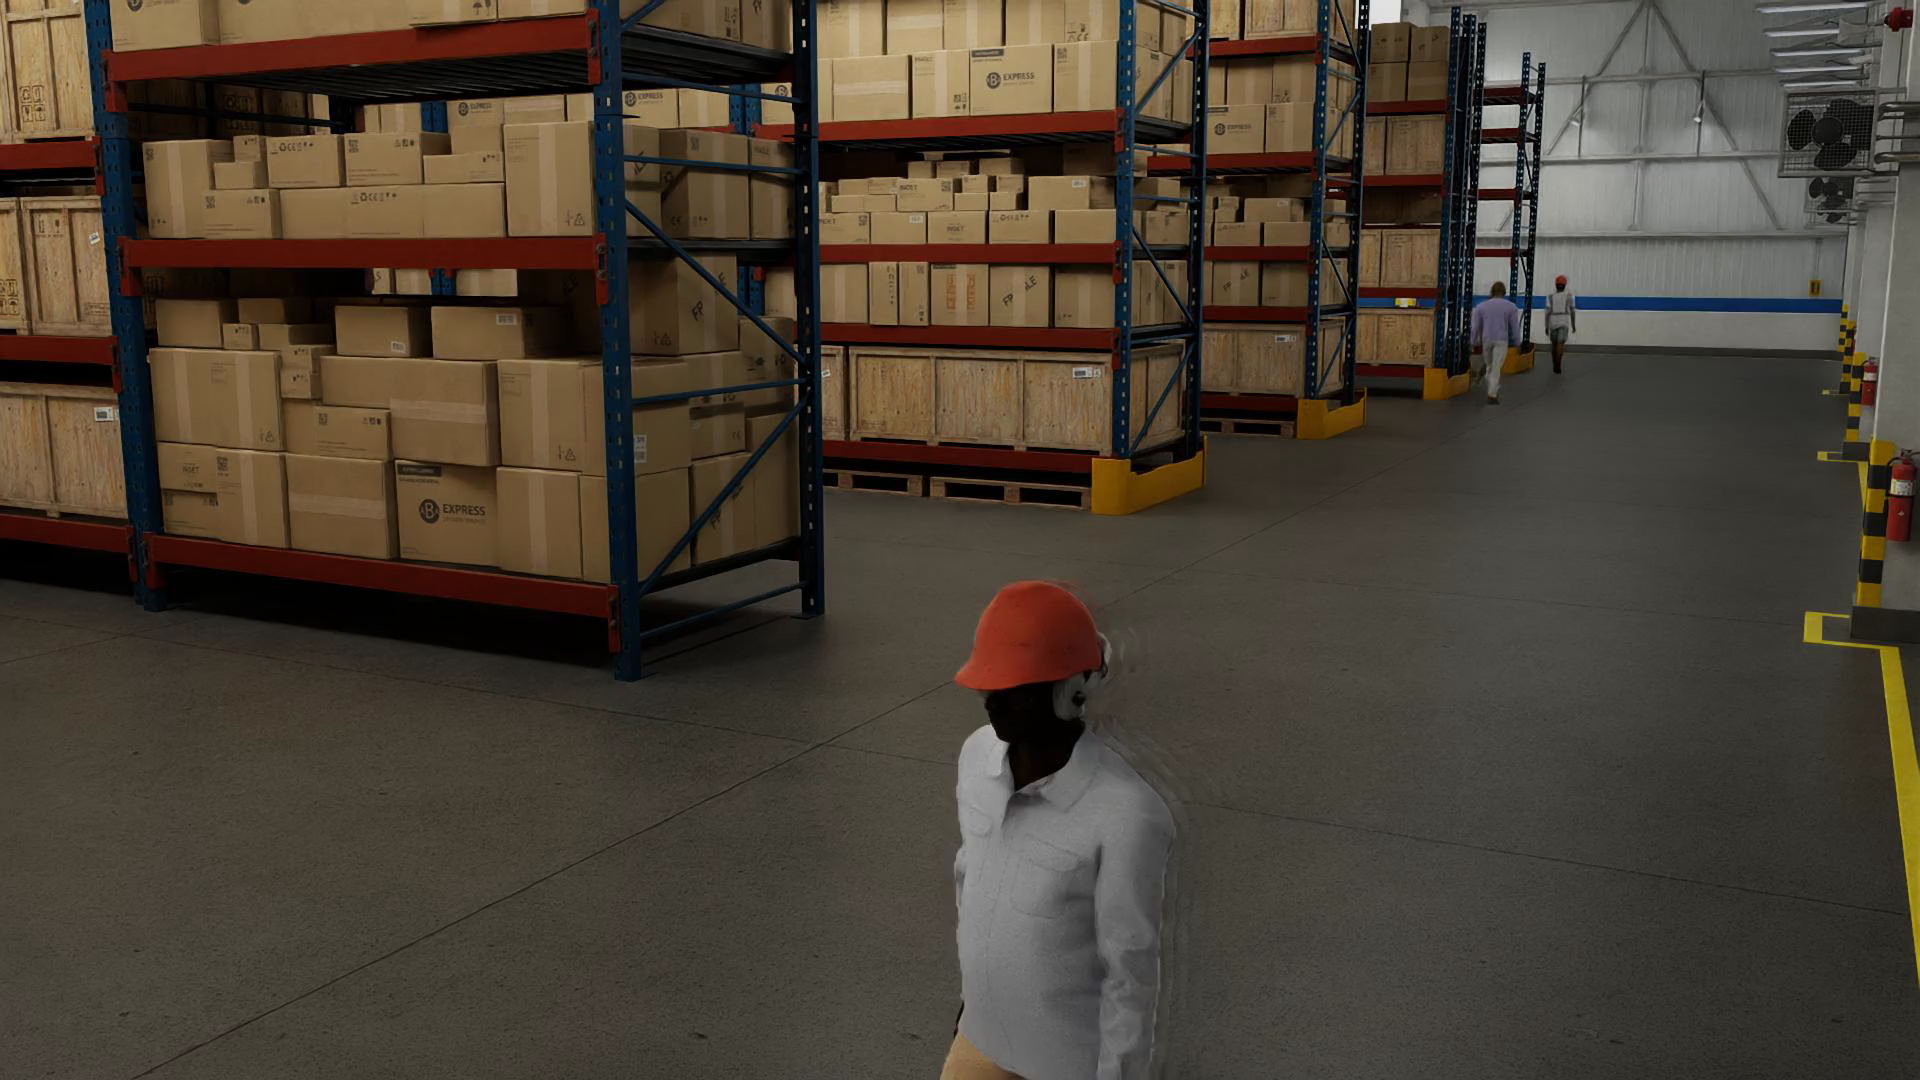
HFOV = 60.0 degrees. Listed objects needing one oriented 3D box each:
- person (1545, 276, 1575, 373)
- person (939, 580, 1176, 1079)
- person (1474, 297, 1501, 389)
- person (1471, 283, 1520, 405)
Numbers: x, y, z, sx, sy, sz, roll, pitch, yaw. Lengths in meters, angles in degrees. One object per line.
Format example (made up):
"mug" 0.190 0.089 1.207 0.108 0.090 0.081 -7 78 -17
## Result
"person" 11.712 -4.213 32.512 0.563 1.903 0.973 5 11 27
"person" 0.117 0.934 3.116 0.454 1.737 0.588 -8 13 -38
"person" 9.155 -3.422 28.723 0.518 1.614 0.673 -6 11 -30
"person" 8.322 -3.048 25.834 0.687 1.871 1.063 6 11 31
